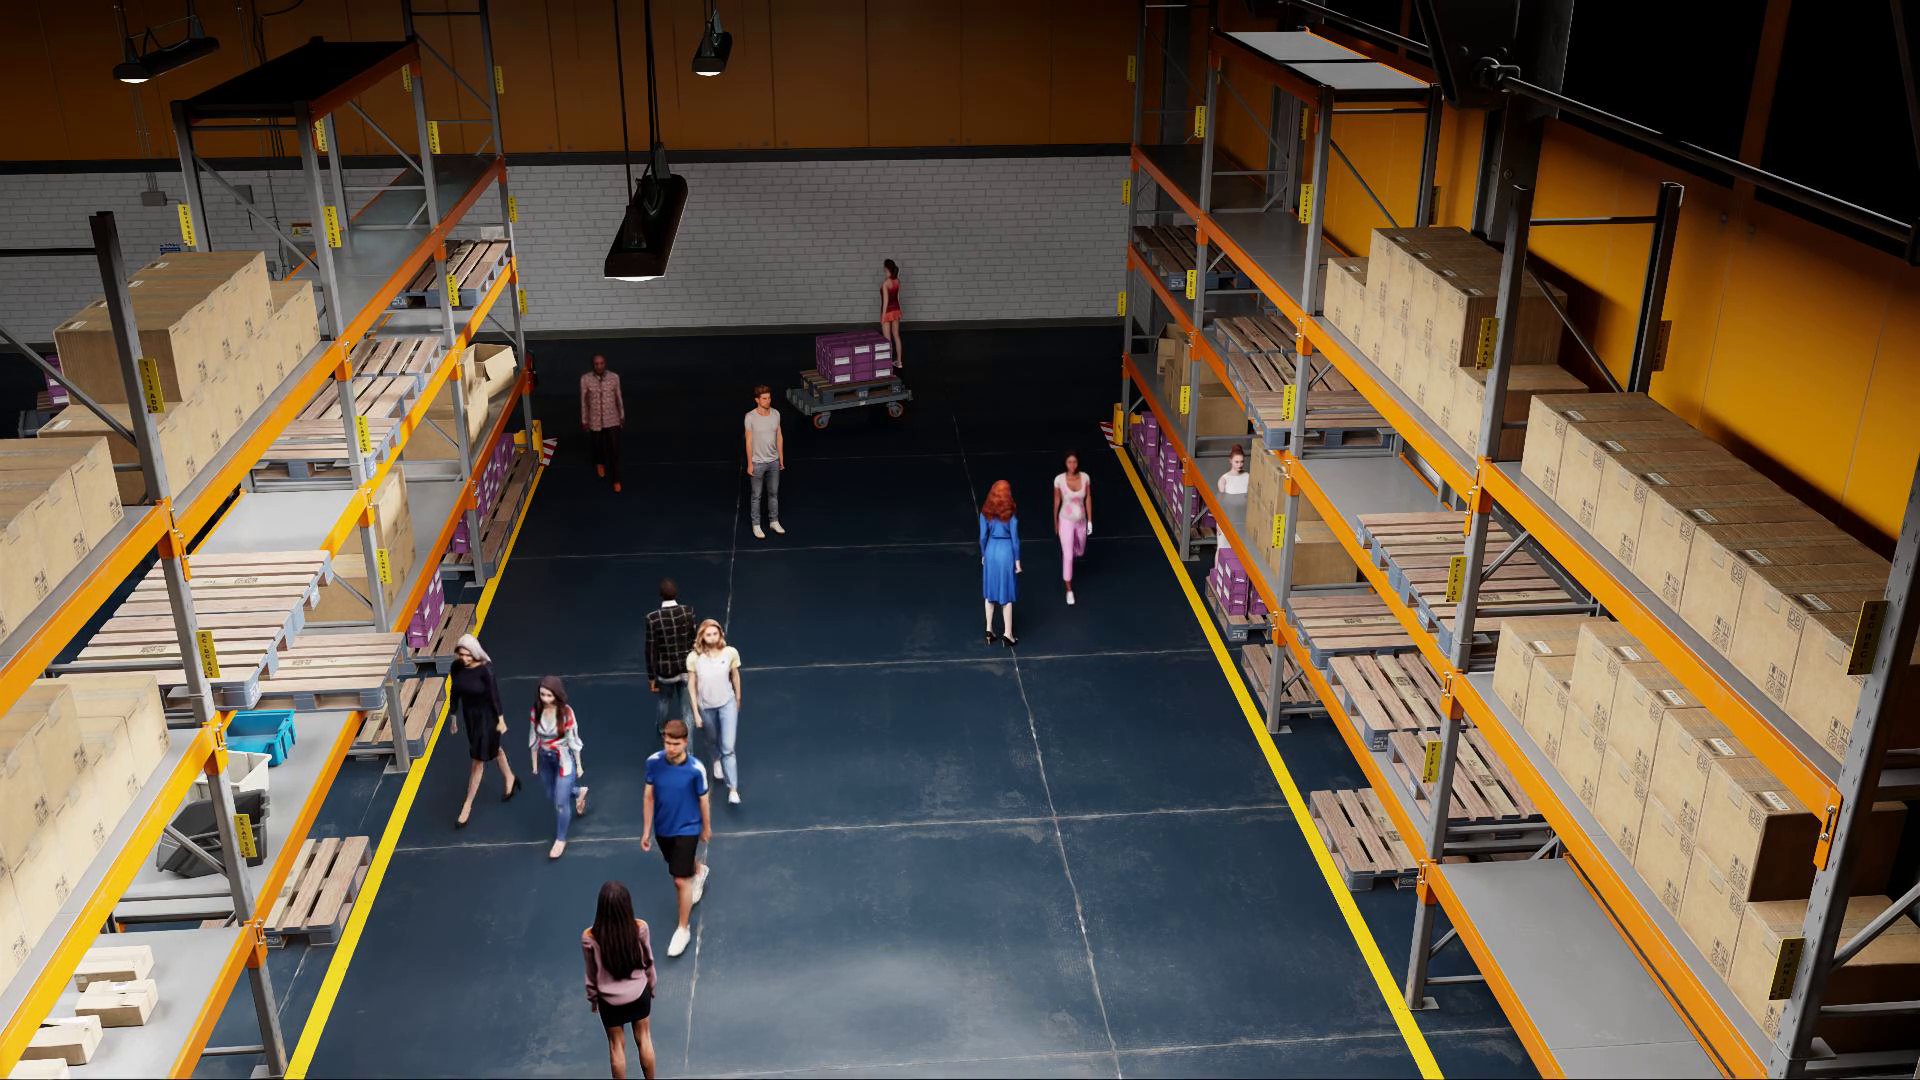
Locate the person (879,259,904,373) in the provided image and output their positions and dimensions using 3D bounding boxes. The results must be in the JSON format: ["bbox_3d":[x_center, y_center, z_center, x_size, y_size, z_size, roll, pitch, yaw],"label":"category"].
[{"bbox_3d":[-1.084,-3.505,25.840,0.719,1.752,0.656,18,29,35],"label":"person"}]

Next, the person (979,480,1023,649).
[{"bbox_3d":[0.408,0.250,17.159,0.717,1.826,0.751,13,27,28],"label":"person"}]

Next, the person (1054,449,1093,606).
[{"bbox_3d":[1.231,-0.197,18.318,0.653,1.716,1.071,-4,24,-10],"label":"person"}]

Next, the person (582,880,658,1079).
[{"bbox_3d":[-2.196,3.001,10.884,0.667,1.812,0.613,-8,25,-18],"label":"person"}]

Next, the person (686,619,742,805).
[{"bbox_3d":[-2.178,1.442,14.630,0.771,1.668,1.188,-6,24,-14],"label":"person"}]

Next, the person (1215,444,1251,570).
[{"bbox_3d":[2.991,-0.198,18.224,0.587,1.793,0.552,-6,24,-14],"label":"person"}]

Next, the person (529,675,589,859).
[{"bbox_3d":[-3.306,1.815,13.870,0.833,1.593,1.037,7,25,15],"label":"person"}]

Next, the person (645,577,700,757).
[{"bbox_3d":[-2.533,1.240,14.947,0.815,1.784,1.128,-6,24,-14],"label":"person"}]

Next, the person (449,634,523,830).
[{"bbox_3d":[-4.080,1.547,14.336,0.913,1.711,1.136,9,25,19],"label":"person"}]

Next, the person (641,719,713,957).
[{"bbox_3d":[-2.136,2.165,12.775,0.956,1.828,1.315,7,24,15],"label":"person"}]

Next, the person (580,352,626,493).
[{"bbox_3d":[-4.583,-1.567,21.355,0.818,1.795,1.148,-6,24,-12],"label":"person"}]

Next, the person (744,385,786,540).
[{"bbox_3d":[-2.341,-0.961,19.842,0.727,1.896,0.725,-15,28,-31],"label":"person"}]
